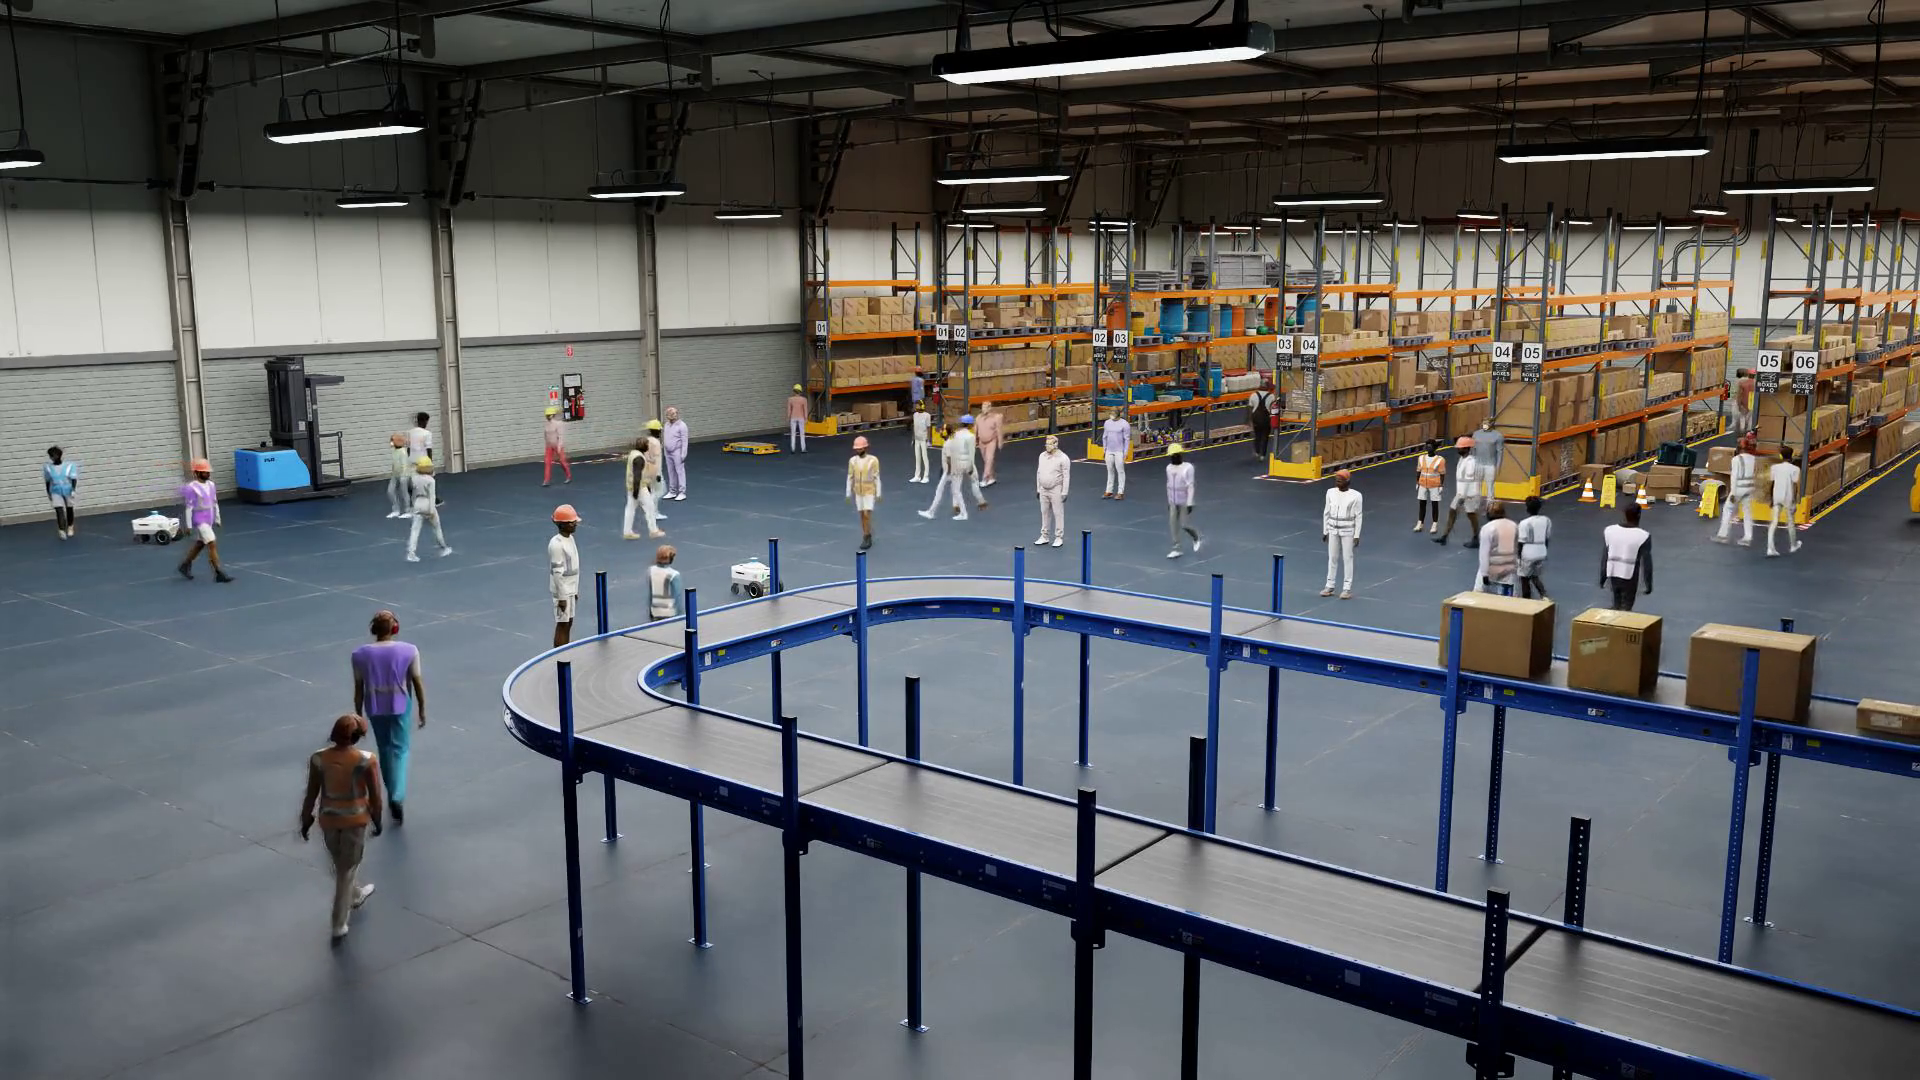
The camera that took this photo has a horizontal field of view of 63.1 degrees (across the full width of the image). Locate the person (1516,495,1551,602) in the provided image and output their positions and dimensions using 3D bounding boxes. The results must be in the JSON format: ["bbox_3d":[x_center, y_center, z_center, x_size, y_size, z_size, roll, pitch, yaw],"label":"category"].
[{"bbox_3d":[7.861,0.223,21.440,0.556,1.685,0.419,-5,11,-24],"label":"person"}]

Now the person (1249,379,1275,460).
[{"bbox_3d":[7.535,-2.997,38.710,0.706,2.000,1.011,4,11,20],"label":"person"}]

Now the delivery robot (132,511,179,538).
[{"bbox_3d":[-13.992,-0.259,27.213,0.707,0.478,0.477,1,10,3],"label":"delivery robot"}]

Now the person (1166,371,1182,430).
[{"bbox_3d":[6.044,-3.863,44.063,0.514,1.827,0.642,6,12,30],"label":"person"}]

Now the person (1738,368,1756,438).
[{"bbox_3d":[21.678,-3.732,42.913,0.622,1.976,0.529,5,11,28],"label":"person"}]

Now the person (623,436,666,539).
[{"bbox_3d":[-5.585,-0.920,27.592,0.863,1.803,0.624,-4,11,-23],"label":"person"}]

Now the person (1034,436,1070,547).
[{"bbox_3d":[1.563,-0.842,26.833,0.637,1.911,0.403,8,13,39],"label":"person"}]

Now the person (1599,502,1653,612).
[{"bbox_3d":[8.328,0.465,19.504,0.608,1.894,0.618,-8,13,-36],"label":"person"}]

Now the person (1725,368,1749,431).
[{"bbox_3d":[22.557,-4.061,45.187,0.612,1.823,0.644,4,11,20],"label":"person"}]

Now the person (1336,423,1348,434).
[{"bbox_3d":[9.885,-3.312,40.385,0.605,2.033,0.399,8,13,39],"label":"person"}]

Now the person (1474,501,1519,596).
[{"bbox_3d":[6.880,0.376,20.302,0.631,1.797,0.940,-4,11,-22],"label":"person"}]

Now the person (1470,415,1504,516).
[{"bbox_3d":[10.105,-1.433,30.071,0.627,1.941,0.373,8,13,39],"label":"person"}]

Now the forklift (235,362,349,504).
[{"bbox_3d":[-13.803,-2.244,32.110,1.129,2.768,1.873,8,13,37],"label":"forklift"}]

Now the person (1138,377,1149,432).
[{"bbox_3d":[5.185,-3.803,44.272,0.498,1.633,0.282,8,13,39],"label":"person"}]

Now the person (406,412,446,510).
[{"bbox_3d":[-10.617,-1.568,30.904,0.700,1.901,0.999,4,11,20],"label":"person"}]

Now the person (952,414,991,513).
[{"bbox_3d":[0.192,-1.502,30.555,0.930,1.909,0.608,-10,14,-44],"label":"person"}]

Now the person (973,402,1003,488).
[{"bbox_3d":[0.573,-2.079,33.964,0.673,1.851,1.014,6,12,32],"label":"person"}]

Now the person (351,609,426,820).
[{"bbox_3d":[-5.033,1.523,13.788,0.578,1.821,0.852,-2,10,-11],"label":"person"}]

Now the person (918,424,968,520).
[{"bbox_3d":[-0.295,-1.281,29.551,0.981,1.824,0.537,3,10,14],"label":"person"}]

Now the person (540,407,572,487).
[{"bbox_3d":[-8.846,-2.064,34.207,0.524,1.729,0.869,4,11,21],"label":"person"}]

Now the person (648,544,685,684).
[{"bbox_3d":[-3.375,0.853,18.072,0.545,1.621,0.370,8,13,37],"label":"person"}]

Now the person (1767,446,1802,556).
[{"bbox_3d":[13.728,-0.650,26.035,1.003,1.808,0.544,-8,13,-36],"label":"person"}]

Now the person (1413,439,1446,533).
[{"bbox_3d":[8.466,-0.978,28.192,0.530,1.697,0.321,8,13,39],"label":"person"}]

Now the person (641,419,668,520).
[{"bbox_3d":[-5.762,-1.314,29.465,0.447,1.913,0.611,-7,12,-33],"label":"person"}]

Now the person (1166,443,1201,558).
[{"bbox_3d":[3.674,-0.666,25.869,0.658,1.895,0.605,-10,14,-43],"label":"person"}]

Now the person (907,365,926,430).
[{"bbox_3d":[-1.227,-4.035,44.758,0.629,1.925,0.558,-6,12,-32],"label":"person"}]

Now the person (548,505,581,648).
[{"bbox_3d":[-4.605,0.595,18.359,0.387,2.045,0.605,0,10,1],"label":"person"}]

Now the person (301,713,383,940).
[{"bbox_3d":[-4.490,2.051,11.447,0.555,1.583,0.817,1,10,4],"label":"person"}]

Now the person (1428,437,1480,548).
[{"bbox_3d":[8.505,-0.812,26.690,0.939,1.892,0.593,0,10,-1],"label":"person"}]

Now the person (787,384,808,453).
[{"bbox_3d":[-4.135,-3.093,39.907,0.533,1.765,0.331,1,10,3],"label":"person"}]

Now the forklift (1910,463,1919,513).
[{"bbox_3d":[19.034,-1.348,28.998,2.313,2.155,1.214,8,13,37],"label":"forklift"}]

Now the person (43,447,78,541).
[{"bbox_3d":[-15.787,-0.830,27.510,0.527,1.639,0.899,-5,11,-26],"label":"person"}]

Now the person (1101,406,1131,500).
[{"bbox_3d":[3.203,-1.804,32.183,0.627,1.933,0.373,8,13,39],"label":"person"}]

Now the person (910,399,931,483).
[{"bbox_3d":[-0.867,-2.192,34.562,0.518,1.865,0.330,8,13,39],"label":"person"}]

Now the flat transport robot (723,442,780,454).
[{"bbox_3d":[-5.364,-2.375,40.186,1.431,0.197,0.652,8,13,37],"label":"flat transport robot"}]

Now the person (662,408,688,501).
[{"bbox_3d":[-5.860,-1.764,32.050,0.637,1.901,0.403,8,13,39],"label":"person"}]

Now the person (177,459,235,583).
[{"bbox_3d":[-11.608,-0.306,23.881,0.958,1.900,0.550,2,10,11],"label":"person"}]

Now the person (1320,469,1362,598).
[{"bbox_3d":[5.539,-0.102,22.728,0.573,1.886,0.356,8,13,39],"label":"person"}]

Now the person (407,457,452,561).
[{"bbox_3d":[-8.750,-0.521,25.620,0.489,1.697,0.904,3,11,19],"label":"person"}]

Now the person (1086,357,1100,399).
[{"bbox_3d":[4.195,-4.941,50.152,0.431,1.818,0.622,-9,14,-42],"label":"person"}]

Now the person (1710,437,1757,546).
[{"bbox_3d":[13.418,-0.851,27.038,0.605,1.848,0.839,-5,11,-24],"label":"person"}]

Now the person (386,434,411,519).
[{"bbox_3d":[-10.700,-1.201,29.641,0.523,1.613,0.556,8,13,40],"label":"person"}]

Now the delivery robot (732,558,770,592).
[{"bbox_3d":[-3.017,0.503,22.928,0.707,0.478,0.477,8,13,37],"label":"delivery robot"}]

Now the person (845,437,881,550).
[{"bbox_3d":[-1.676,-0.793,26.538,0.574,1.908,0.766,4,11,24],"label":"person"}]
